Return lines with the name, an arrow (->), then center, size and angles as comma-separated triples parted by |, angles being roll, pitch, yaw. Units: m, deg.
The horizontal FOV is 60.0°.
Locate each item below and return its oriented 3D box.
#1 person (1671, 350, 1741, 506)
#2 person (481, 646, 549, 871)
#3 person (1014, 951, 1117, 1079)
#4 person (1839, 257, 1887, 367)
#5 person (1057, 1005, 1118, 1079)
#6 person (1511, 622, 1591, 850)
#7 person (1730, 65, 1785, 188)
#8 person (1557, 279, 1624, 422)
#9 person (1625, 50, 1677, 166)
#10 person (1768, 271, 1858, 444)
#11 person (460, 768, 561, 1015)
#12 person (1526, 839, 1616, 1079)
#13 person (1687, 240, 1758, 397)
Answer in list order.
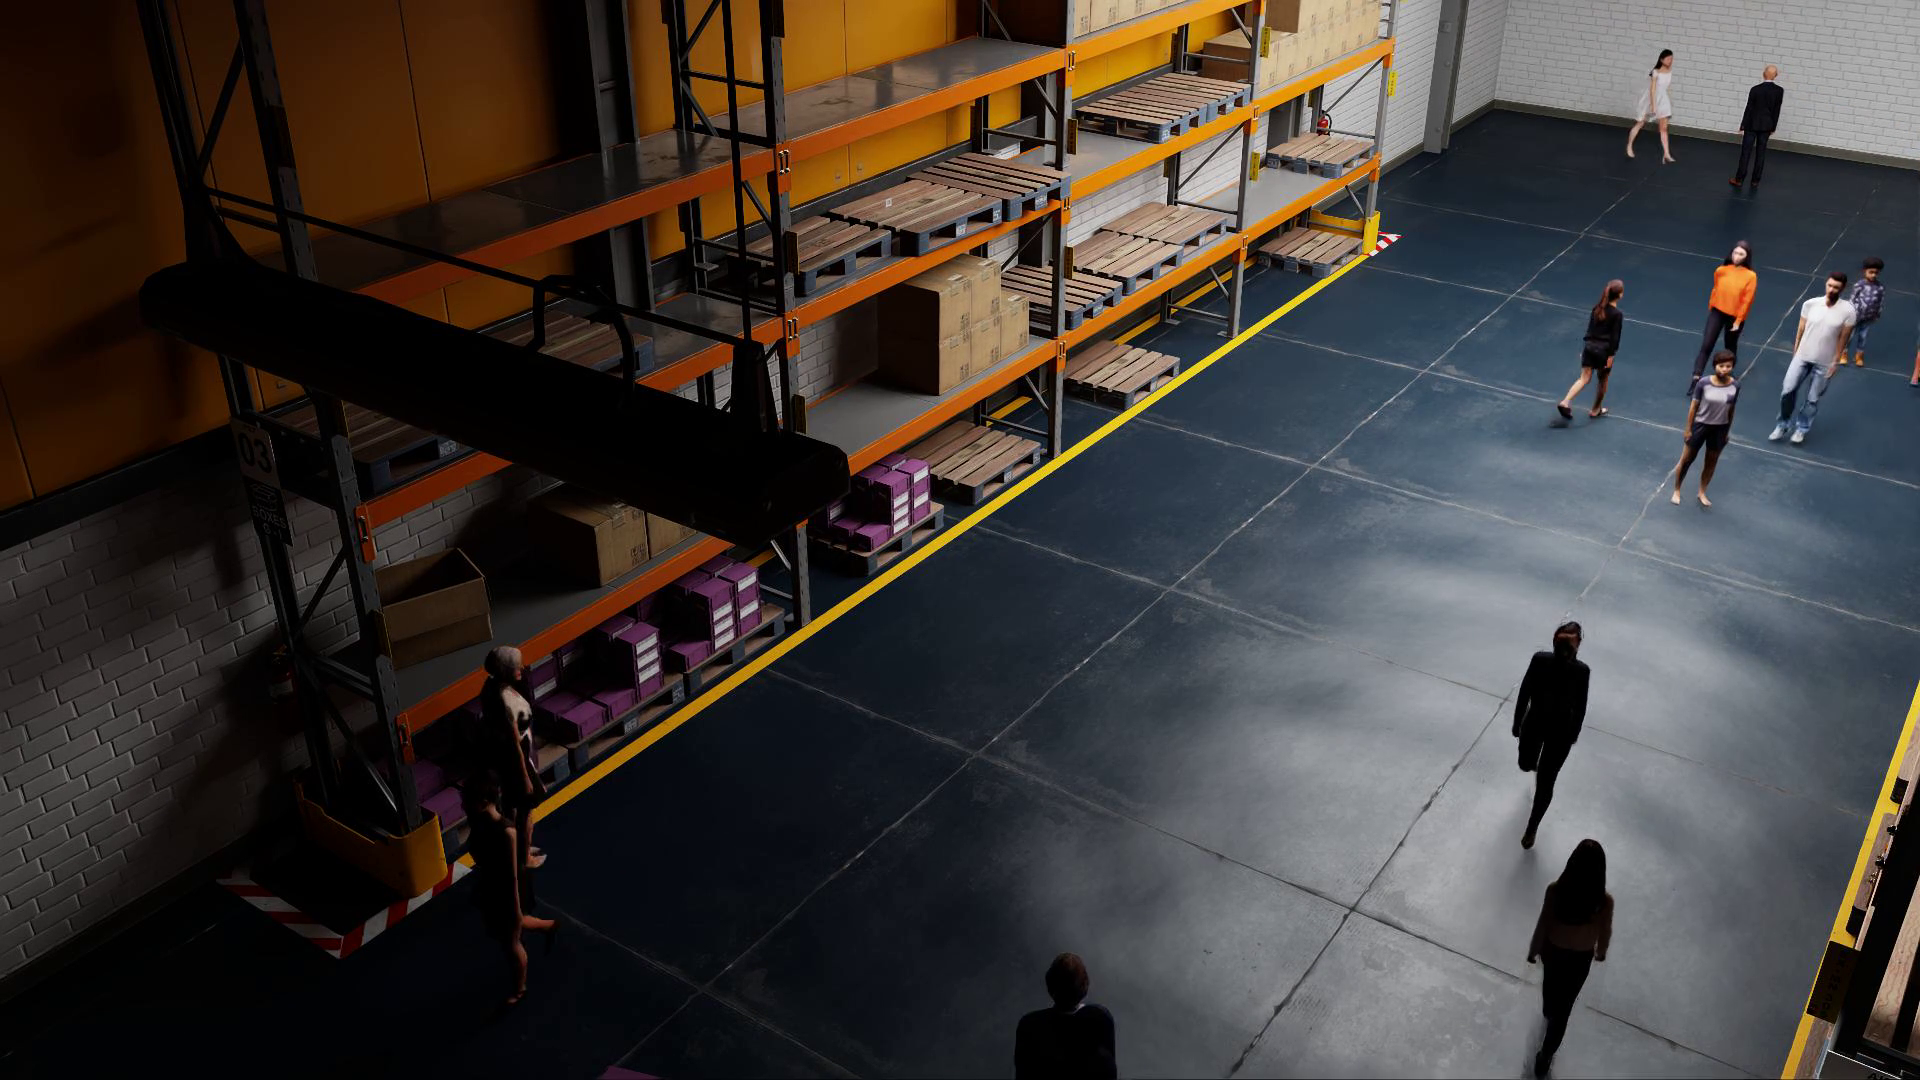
person -> 7.086, -1.075, 15.733 | 0.647, 1.565, 0.658 | 4, 29, 7
person -> -2.968, 1.467, 10.894 | 0.749, 1.737, 0.791 | -17, 33, -29
person -> 0.530, 2.867, 8.213 | 1.003, 1.846, 1.117 | -1, 29, -3
person -> 10.236, -2.602, 18.862 | 0.560, 1.249, 0.580 | 8, 30, 14
person -> 0.593, 2.862, 8.336 | 0.758, 1.738, 0.809 | -10, 30, -18
person -> 3.995, 1.271, 11.304 | 0.682, 1.687, 1.016 | 12, 31, 20
person -> 11.940, -6.187, 24.859 | 0.767, 1.801, 0.766 | 3, 29, 5
person -> 6.618, -1.944, 17.365 | 1.040, 1.529, 0.772 | -17, 33, -28
person -> 10.764, -6.766, 26.002 | 1.217, 1.723, 1.073 | -13, 31, -23
person -> 8.724, -1.865, 16.888 | 0.692, 1.846, 0.677 | 22, 36, 35
person -> -2.658, 2.037, 9.924 | 0.613, 1.665, 0.834 | 21, 35, 33
person -> 3.457, 2.406, 9.475 | 0.659, 1.448, 1.017 | 12, 31, 21
person -> 8.362, -2.423, 18.060 | 0.673, 1.703, 1.144 | 23, 36, 36
